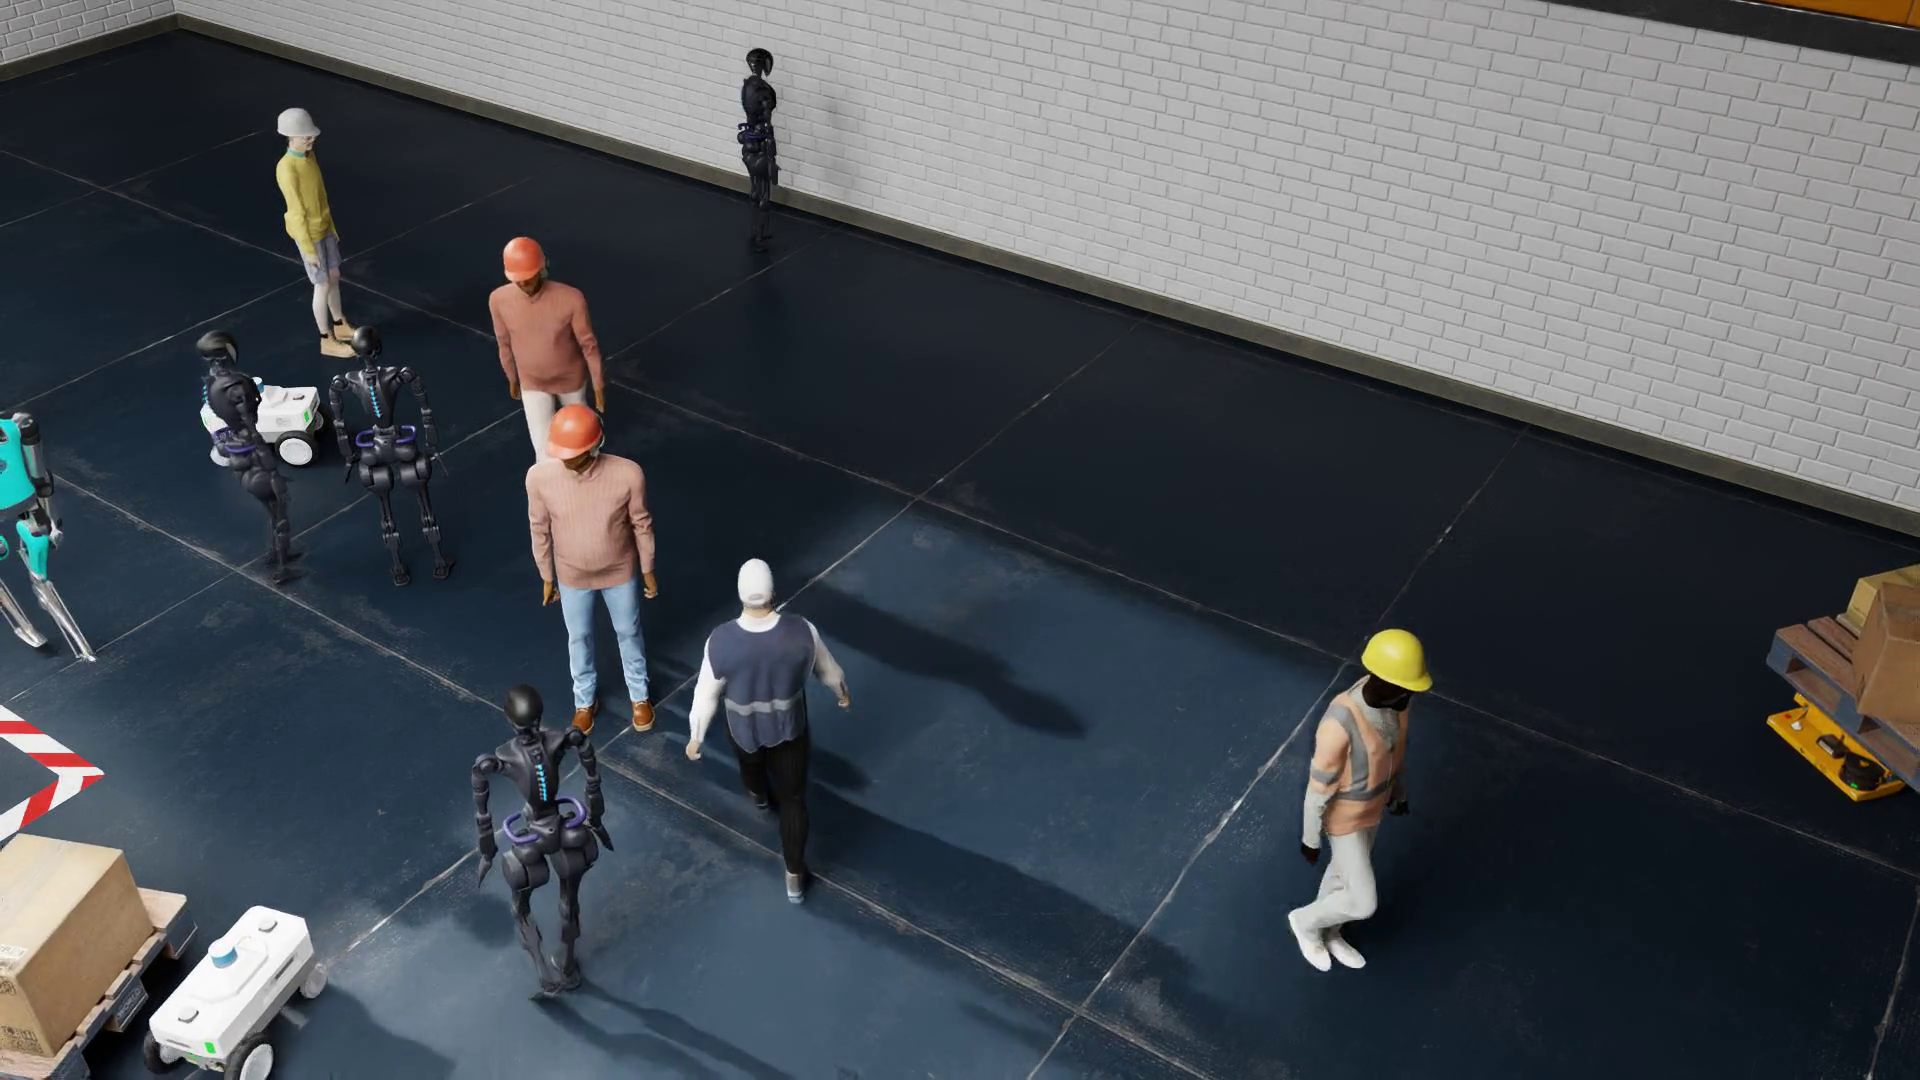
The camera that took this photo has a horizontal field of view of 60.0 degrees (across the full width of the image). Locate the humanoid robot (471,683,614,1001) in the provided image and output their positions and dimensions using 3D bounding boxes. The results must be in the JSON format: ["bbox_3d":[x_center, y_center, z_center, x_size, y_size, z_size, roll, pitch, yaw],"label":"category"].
[{"bbox_3d":[-1.778,1.323,7.148,0.591,1.642,0.431,-19,39,-25],"label":"humanoid robot"}]

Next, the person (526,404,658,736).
[{"bbox_3d":[-1.862,0.161,8.535,0.611,1.990,0.388,-4,35,-5],"label":"person"}]

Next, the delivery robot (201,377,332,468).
[{"bbox_3d":[-4.648,-0.801,11.176,0.811,0.613,0.499,-3,35,-5],"label":"delivery robot"}]

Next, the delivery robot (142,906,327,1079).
[{"bbox_3d":[-3.130,1.972,7.192,0.499,0.589,0.782,11,36,15],"label":"delivery robot"}]

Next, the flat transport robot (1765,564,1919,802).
[{"bbox_3d":[5.129,0.972,8.874,1.431,0.231,0.659,-11,37,-16],"label":"flat transport robot"}]

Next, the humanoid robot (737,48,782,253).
[{"bbox_3d":[-1.653,-3.185,13.595,0.351,1.668,0.609,-14,37,-19],"label":"humanoid robot"}]

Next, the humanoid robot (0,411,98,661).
[{"bbox_3d":[-5.243,-0.062,9.089,0.844,1.786,0.539,23,41,29],"label":"humanoid robot"}]

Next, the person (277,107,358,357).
[{"bbox_3d":[-4.658,-2.214,12.028,0.414,1.882,0.483,2,35,2],"label":"person"}]

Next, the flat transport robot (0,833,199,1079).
[{"bbox_3d":[-4.134,2.067,7.309,0.659,0.231,1.431,7,36,10],"label":"flat transport robot"}]

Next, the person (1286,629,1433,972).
[{"bbox_3d":[1.742,1.160,7.174,0.444,1.910,0.603,28,44,34],"label":"person"}]

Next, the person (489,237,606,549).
[{"bbox_3d":[-2.504,-1.000,10.253,0.639,1.925,1.086,-2,35,-3],"label":"person"}]

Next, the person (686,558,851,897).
[{"bbox_3d":[-0.903,0.802,7.860,0.801,1.704,0.944,-6,35,-9],"label":"person"}]

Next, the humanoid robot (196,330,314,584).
[{"bbox_3d":[-4.117,-0.482,9.717,0.348,1.649,0.601,-25,42,-31],"label":"humanoid robot"}]

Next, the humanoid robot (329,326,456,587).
[{"bbox_3d":[-3.327,-0.488,9.720,0.599,1.657,0.315,-7,36,-10],"label":"humanoid robot"}]
